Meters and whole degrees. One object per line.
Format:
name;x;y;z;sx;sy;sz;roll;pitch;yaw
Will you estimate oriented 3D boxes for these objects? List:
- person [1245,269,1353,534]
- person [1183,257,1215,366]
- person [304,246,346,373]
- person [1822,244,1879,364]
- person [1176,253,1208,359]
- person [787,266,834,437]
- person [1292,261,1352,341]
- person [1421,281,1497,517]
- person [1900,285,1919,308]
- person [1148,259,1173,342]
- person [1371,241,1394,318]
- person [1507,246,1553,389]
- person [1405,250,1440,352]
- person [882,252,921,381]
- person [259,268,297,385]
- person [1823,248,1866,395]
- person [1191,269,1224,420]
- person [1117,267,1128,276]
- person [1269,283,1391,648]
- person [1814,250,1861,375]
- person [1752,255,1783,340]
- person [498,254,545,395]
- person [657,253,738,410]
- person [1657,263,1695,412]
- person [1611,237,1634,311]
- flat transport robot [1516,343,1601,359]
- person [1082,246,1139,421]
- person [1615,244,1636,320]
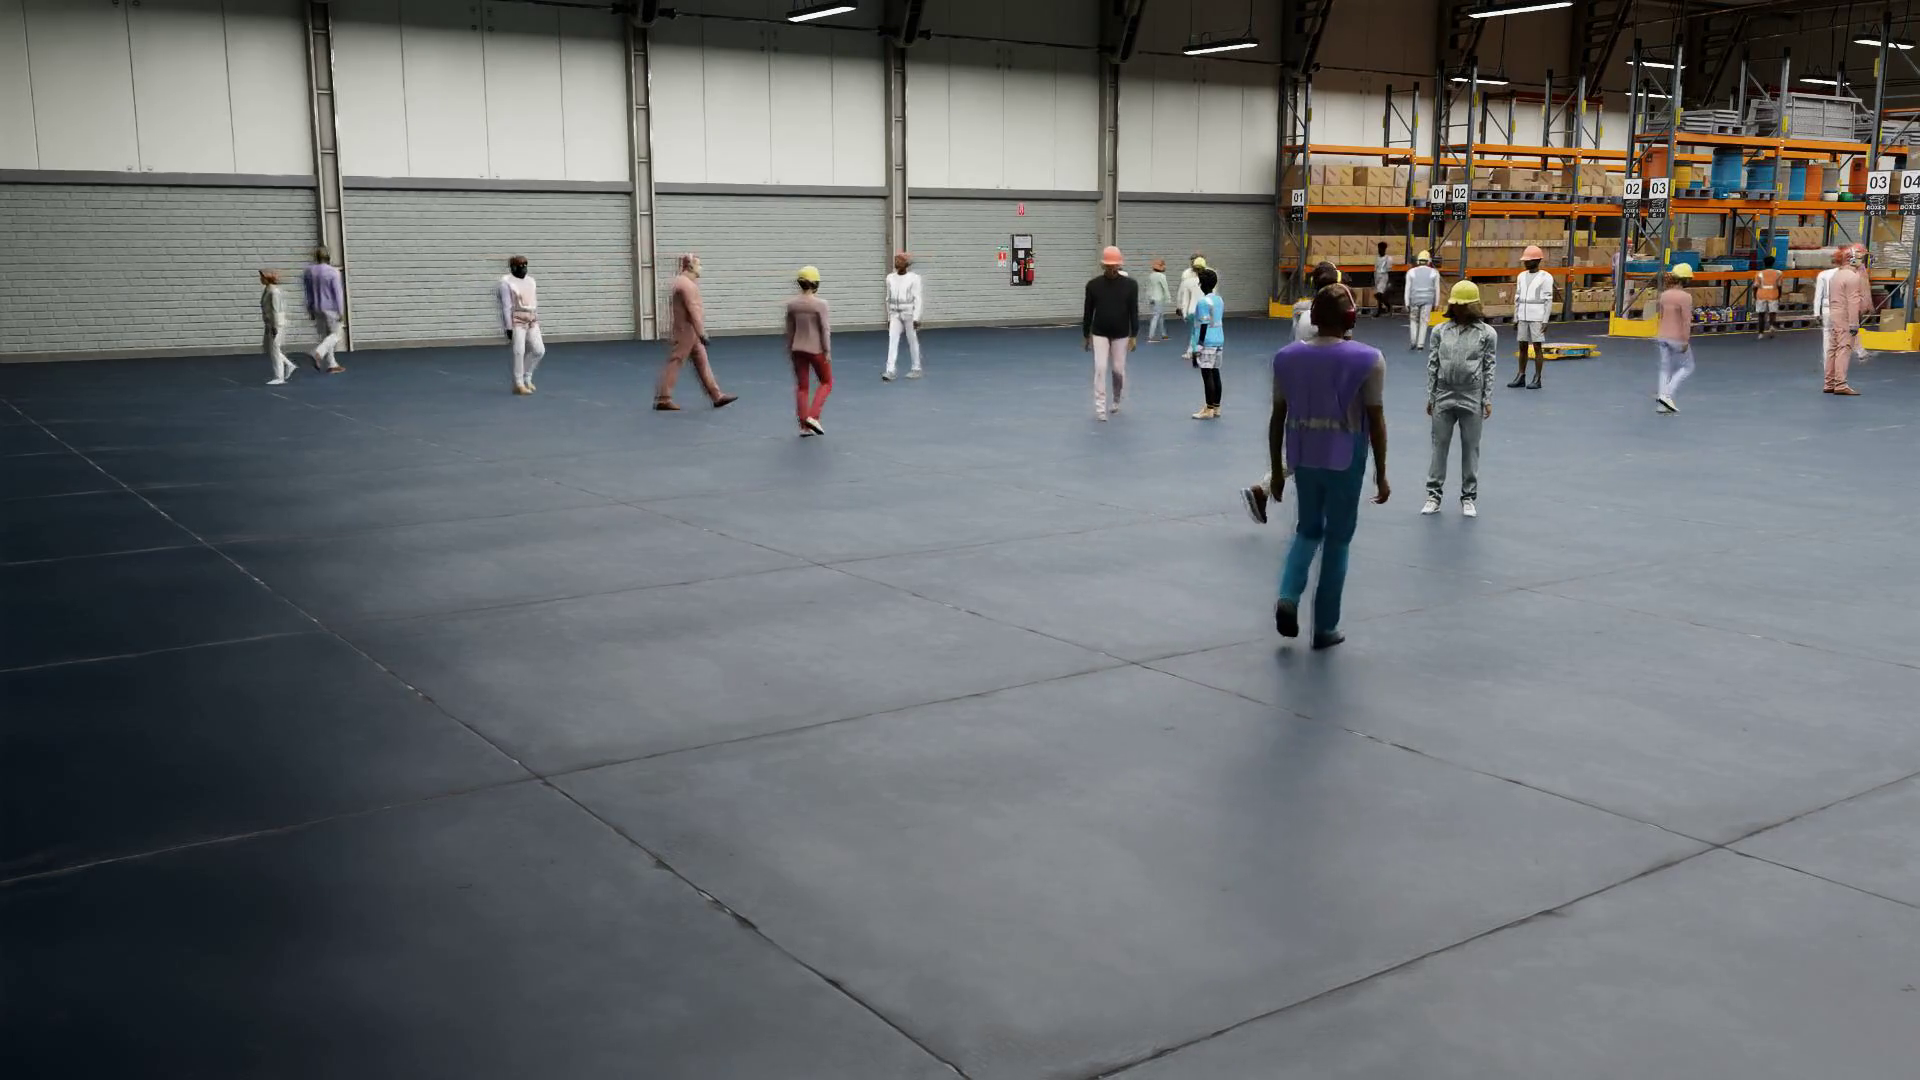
person;2.344;-0.928;11.381;0.591;1.841;0.574;-1;10;-8
person;3.772;-3.615;26.402;0.522;1.742;0.774;5;11;26
person;-9.548;-3.443;24.958;0.644;1.924;0.663;4;11;22
person;14.495;-3.813;26.942;1.032;1.940;0.617;0;10;-2
person;4.023;-3.976;28.278;0.646;1.792;0.963;9;14;40
person;-1.535;-1.938;17.139;0.544;1.754;0.364;6;12;30
person;2.900;-1.294;13.343;0.521;1.865;0.328;3;11;18
person;3.681;-1.036;12.273;0.483;1.737;0.311;5;11;23
person;19.223;-4.986;33.406;0.625;1.934;0.364;5;12;27
person;4.004;-4.703;32.738;0.698;1.611;0.511;-4;11;-21
person;10.733;-6.591;42.149;0.704;1.947;0.622;-5;11;-24
person;7.749;-3.016;22.585;0.375;1.934;0.548;-7;13;-34
person;8.316;-4.286;29.890;0.612;1.802;0.747;3;11;18
person;-0.823;-3.222;24.001;0.598;1.832;0.980;5;11;24
person;-9.561;-2.977;23.212;0.406;1.622;0.533;-7;12;-33
person;11.597;-2.851;21.752;0.406;1.910;0.639;1;10;5
person;2.809;-2.211;18.814;0.321;1.699;0.537;6;12;30
person;3.188;-4.951;34.058;0.499;1.626;0.305;3;11;16
person;1.841;-0.357;8.291;0.574;1.831;0.434;8;13;37
person;13.205;-3.414;25.002;0.578;1.841;0.921;9;14;41
person;16.115;-4.840;33.223;0.553;1.688;0.353;3;11;17
person;-5.730;-2.810;21.749;0.458;1.823;0.649;6;12;29
person;-3.180;-2.468;19.798;0.980;1.854;0.653;-1;10;-6
person;8.361;-2.346;19.420;0.359;1.755;0.525;-3;11;-18
person;15.498;-6.035;38.833;0.373;2.042;0.614;-5;11;-26
flat transport robot;10.196;-3.226;28.295;1.431;0.197;0.652;-7;12;-33
person;1.701;-2.335;18.784;0.643;1.966;0.694;1;10;6
person;14.747;-5.590;36.792;0.407;1.902;0.638;-1;10;-7
